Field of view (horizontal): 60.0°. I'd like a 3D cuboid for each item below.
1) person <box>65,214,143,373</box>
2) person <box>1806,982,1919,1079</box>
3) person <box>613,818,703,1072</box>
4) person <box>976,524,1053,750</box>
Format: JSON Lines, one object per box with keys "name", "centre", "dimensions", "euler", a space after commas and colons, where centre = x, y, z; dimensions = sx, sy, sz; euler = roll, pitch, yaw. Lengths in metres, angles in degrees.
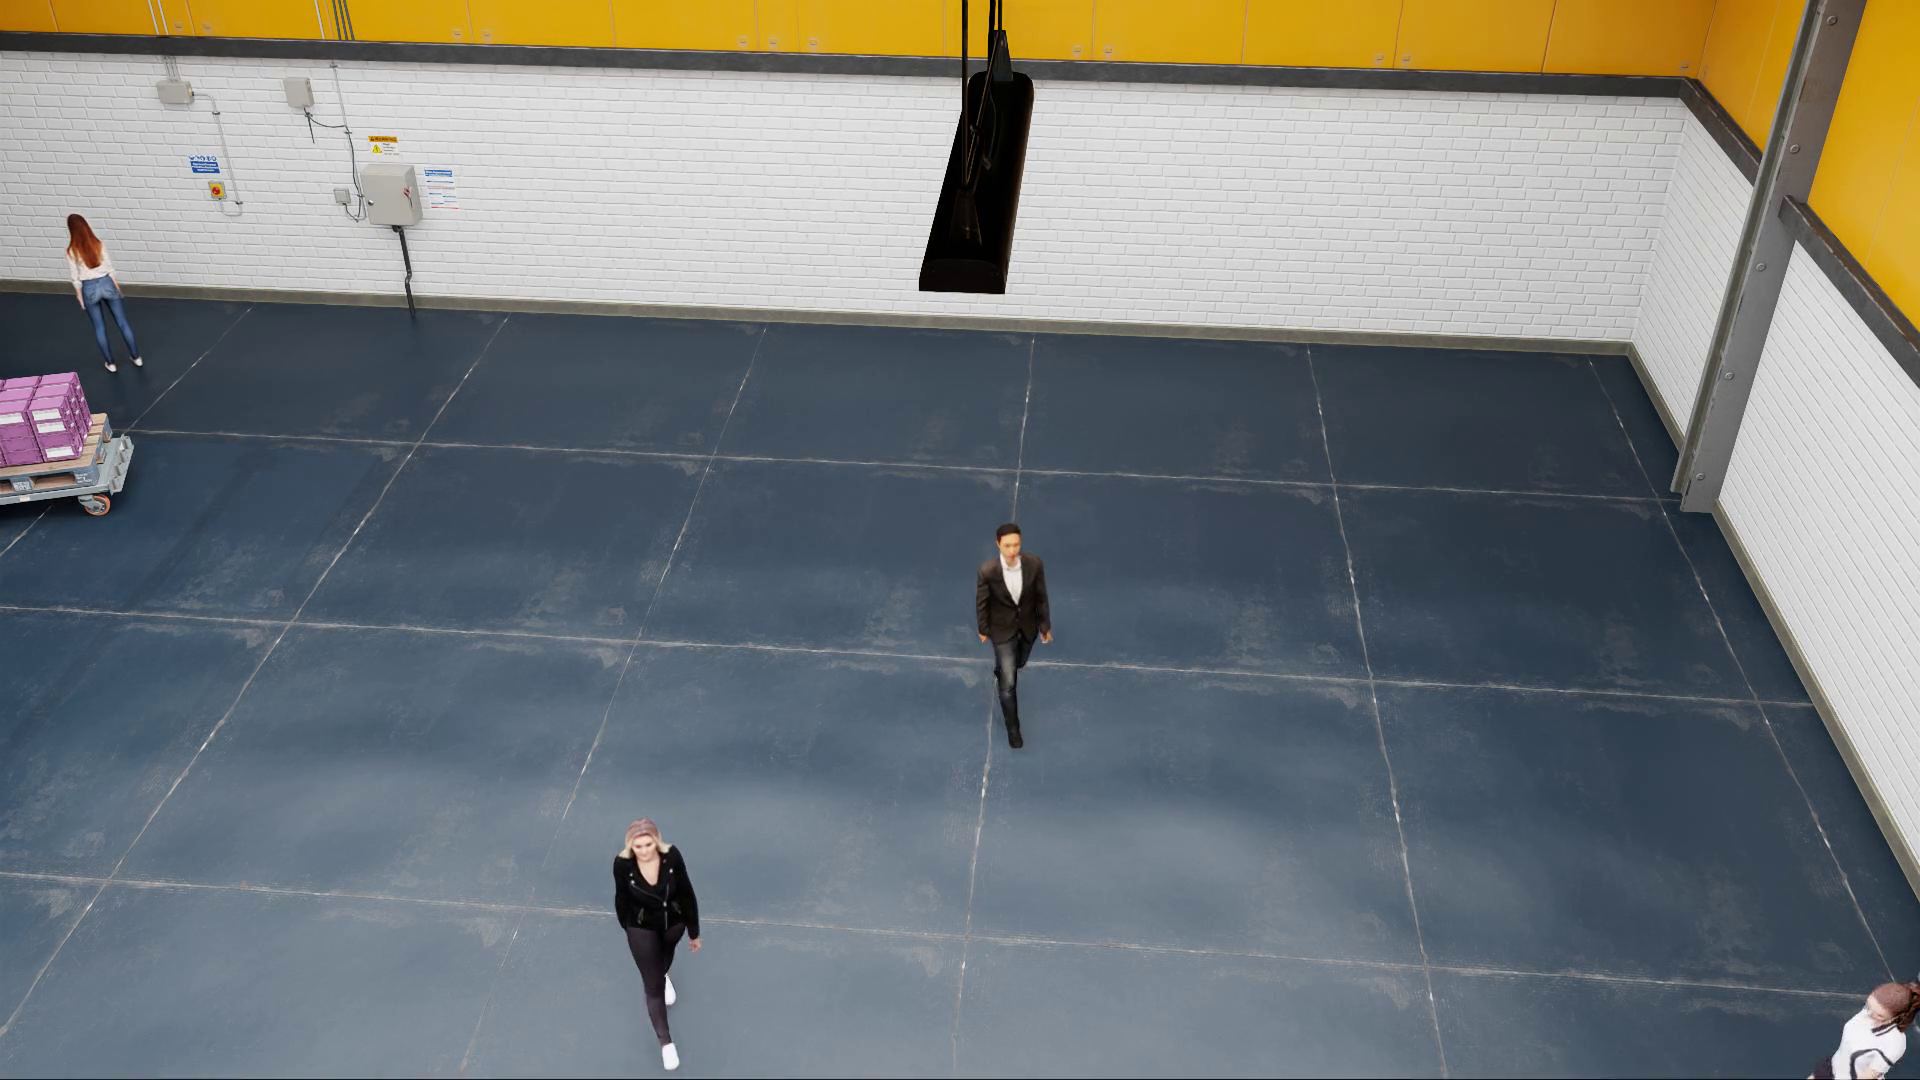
{"name": "person", "centre": [-8.966, -2.581, 17.336], "dimensions": [0.643, 1.726, 0.683], "euler": [-21, 39, -28]}
{"name": "person", "centre": [4.887, 2.989, 8.965], "dimensions": [0.701, 1.715, 0.737], "euler": [9, 35, 13]}
{"name": "person", "centre": [-1.845, 2.276, 10.103], "dimensions": [0.951, 1.643, 1.190], "euler": [-13, 36, -19]}
{"name": "person", "centre": [0.380, 0.604, 12.500], "dimensions": [0.959, 1.775, 1.215], "euler": [-10, 35, -14]}
